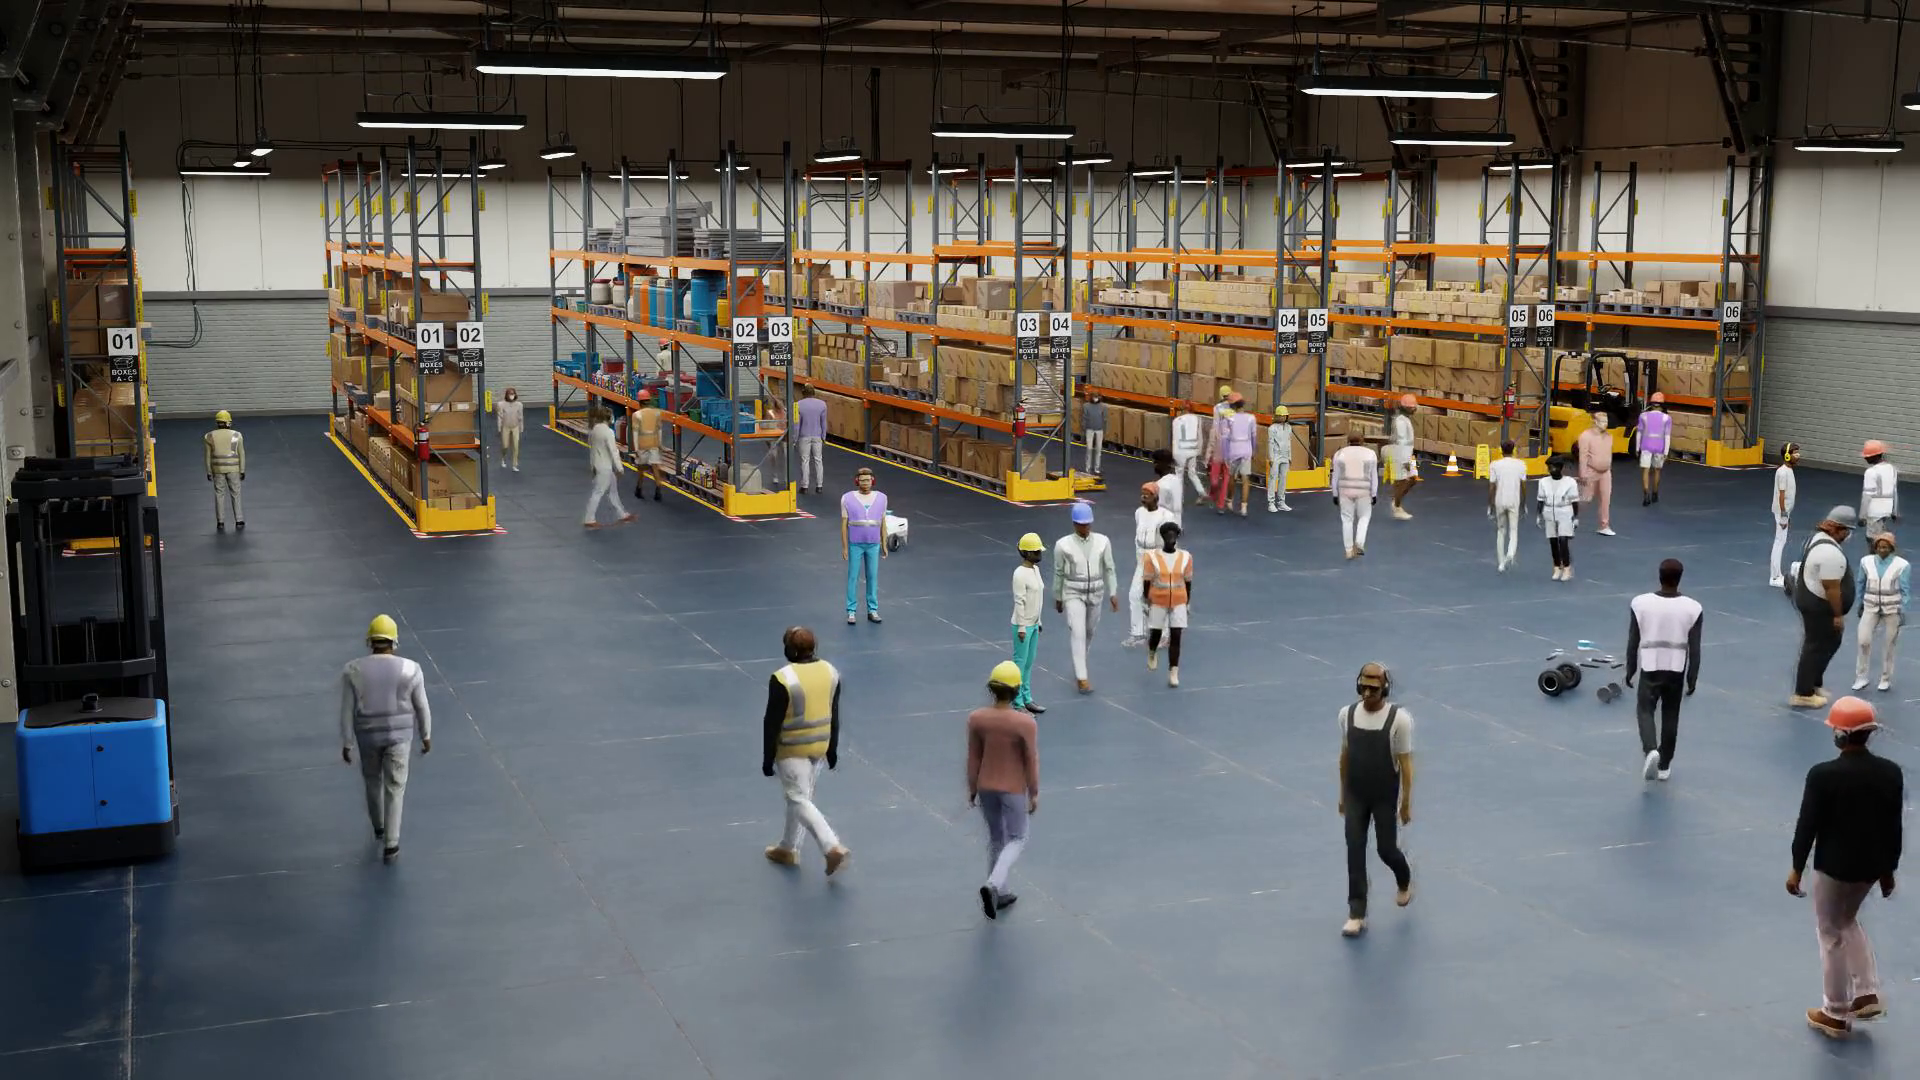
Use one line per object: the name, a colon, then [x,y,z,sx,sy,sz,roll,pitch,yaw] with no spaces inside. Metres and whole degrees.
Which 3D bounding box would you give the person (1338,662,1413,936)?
person: [2.792,1.687,13.990,0.515,1.827,0.718,6,10,33]

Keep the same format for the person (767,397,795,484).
person: [-3.254,-1.795,37.947,0.537,1.593,0.847,-3,9,-18]

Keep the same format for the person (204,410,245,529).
person: [-11.403,-1.096,32.515,0.591,1.829,0.404,-2,9,-12]

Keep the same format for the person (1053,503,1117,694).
person: [1.242,0.545,21.367,0.595,1.909,0.996,-2,9,-15]

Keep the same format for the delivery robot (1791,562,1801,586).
delivery robot: [10.734,0.433,26.383,0.477,0.478,0.707,1,8,6]

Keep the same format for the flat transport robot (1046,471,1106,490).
flat transport robot: [2.039,-1.084,37.749,0.652,0.197,1.431,-3,9,-20]

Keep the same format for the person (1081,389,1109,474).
person: [2.555,-2.042,39.534,0.519,1.610,0.575,-1,9,-5]

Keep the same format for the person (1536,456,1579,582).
person: [7.850,-0.276,27.588,0.545,1.670,0.620,6,11,37]

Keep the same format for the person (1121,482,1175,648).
person: [2.078,0.289,23.174,0.722,1.859,0.605,-8,12,-43]

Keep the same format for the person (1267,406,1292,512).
person: [5.274,-1.341,34.436,0.489,1.744,0.295,-6,10,-35]

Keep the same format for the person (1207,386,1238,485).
person: [4.820,-1.912,38.097,0.615,1.782,0.952,-3,9,-21]

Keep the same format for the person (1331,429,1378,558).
person: [5.566,-0.655,29.557,0.651,1.832,0.448,2,9,14]

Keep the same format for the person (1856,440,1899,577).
person: [11.965,-0.373,27.474,0.589,1.898,0.668,-5,10,-30]

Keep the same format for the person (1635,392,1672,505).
person: [11.689,-1.548,35.315,0.559,1.907,0.920,3,9,18]

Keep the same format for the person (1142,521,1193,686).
person: [2.122,0.627,21.486,0.546,1.683,0.546,-1,9,-6]

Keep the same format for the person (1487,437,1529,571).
person: [7.403,-0.464,28.278,0.556,1.839,0.629,2,9,14]

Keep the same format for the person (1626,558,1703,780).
person: [5.920,1.101,17.619,0.594,1.903,0.682,2,9,14]

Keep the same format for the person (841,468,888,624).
person: [-1.131,0.056,24.777,0.564,1.847,0.396,-3,9,-17]

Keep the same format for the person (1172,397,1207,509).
person: [3.802,-1.426,34.610,0.608,1.866,0.644,-5,10,-28]

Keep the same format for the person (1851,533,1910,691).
person: [9.250,0.733,21.039,0.522,1.608,0.603,7,11,38]

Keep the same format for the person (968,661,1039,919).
person: [0.266,1.696,14.192,0.530,1.750,0.667,4,10,27]

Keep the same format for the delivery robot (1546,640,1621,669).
delivery robot: [6.235,1.121,20.932,0.698,0.223,0.335,6,11,37]

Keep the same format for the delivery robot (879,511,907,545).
delivery robot: [-1.050,-0.182,30.481,0.477,0.478,0.707,4,9,25]

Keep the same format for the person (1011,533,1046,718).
person: [0.663,0.807,20.036,0.317,1.769,0.523,3,9,22]

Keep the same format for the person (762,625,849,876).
person: [-1.115,1.518,15.157,0.864,1.816,0.629,7,11,40]

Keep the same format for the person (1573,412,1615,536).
person: [9.656,-1.030,31.908,0.648,1.880,0.781,-3,9,-20]

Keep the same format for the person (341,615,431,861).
person: [-4.285,1.441,15.709,0.628,1.790,0.881,-1,9,-8]

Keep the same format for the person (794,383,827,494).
person: [-2.641,-1.792,36.794,0.627,1.940,0.372,-3,9,-20]

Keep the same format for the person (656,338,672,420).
person: [-7.137,-3.906,50.739,0.407,1.987,0.614,7,11,37]

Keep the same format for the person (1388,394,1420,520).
person: [7.098,-1.321,33.371,0.427,2.024,0.606,3,9,21]

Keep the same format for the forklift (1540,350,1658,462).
forklift: [12.897,-2.725,42.309,2.313,2.155,1.214,-3,9,-21]

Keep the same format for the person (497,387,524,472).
person: [-8.604,-2.127,40.062,0.522,1.620,0.411,-4,9,-25]

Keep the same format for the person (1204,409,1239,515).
person: [4.270,-1.278,34.038,0.594,1.726,0.450,0,9,0]

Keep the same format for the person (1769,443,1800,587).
person: [10.768,-0.337,27.315,0.331,1.874,0.519,4,10,27]

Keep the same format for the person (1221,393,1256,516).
person: [4.522,-1.410,34.093,0.622,1.974,1.098,-1,9,-4]

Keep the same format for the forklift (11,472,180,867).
forklift: [-6.630,0.886,15.957,1.129,2.768,1.873,-3,9,-21]

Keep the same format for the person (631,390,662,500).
person: [-5.356,-1.632,35.883,0.555,1.902,0.945,-3,9,-21]

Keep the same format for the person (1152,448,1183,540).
person: [2.455,-0.164,25.890,0.617,1.945,0.642,4,10,27]

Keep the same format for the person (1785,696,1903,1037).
person: [5.127,1.884,12.165,0.623,1.978,0.436,-3,9,-19]

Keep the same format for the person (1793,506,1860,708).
person: [8.402,0.647,20.338,0.549,2.000,0.716,2,9,14]

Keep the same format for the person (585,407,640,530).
person: [-5.400,-1.115,32.439,1.004,1.890,0.641,-4,9,-26]
